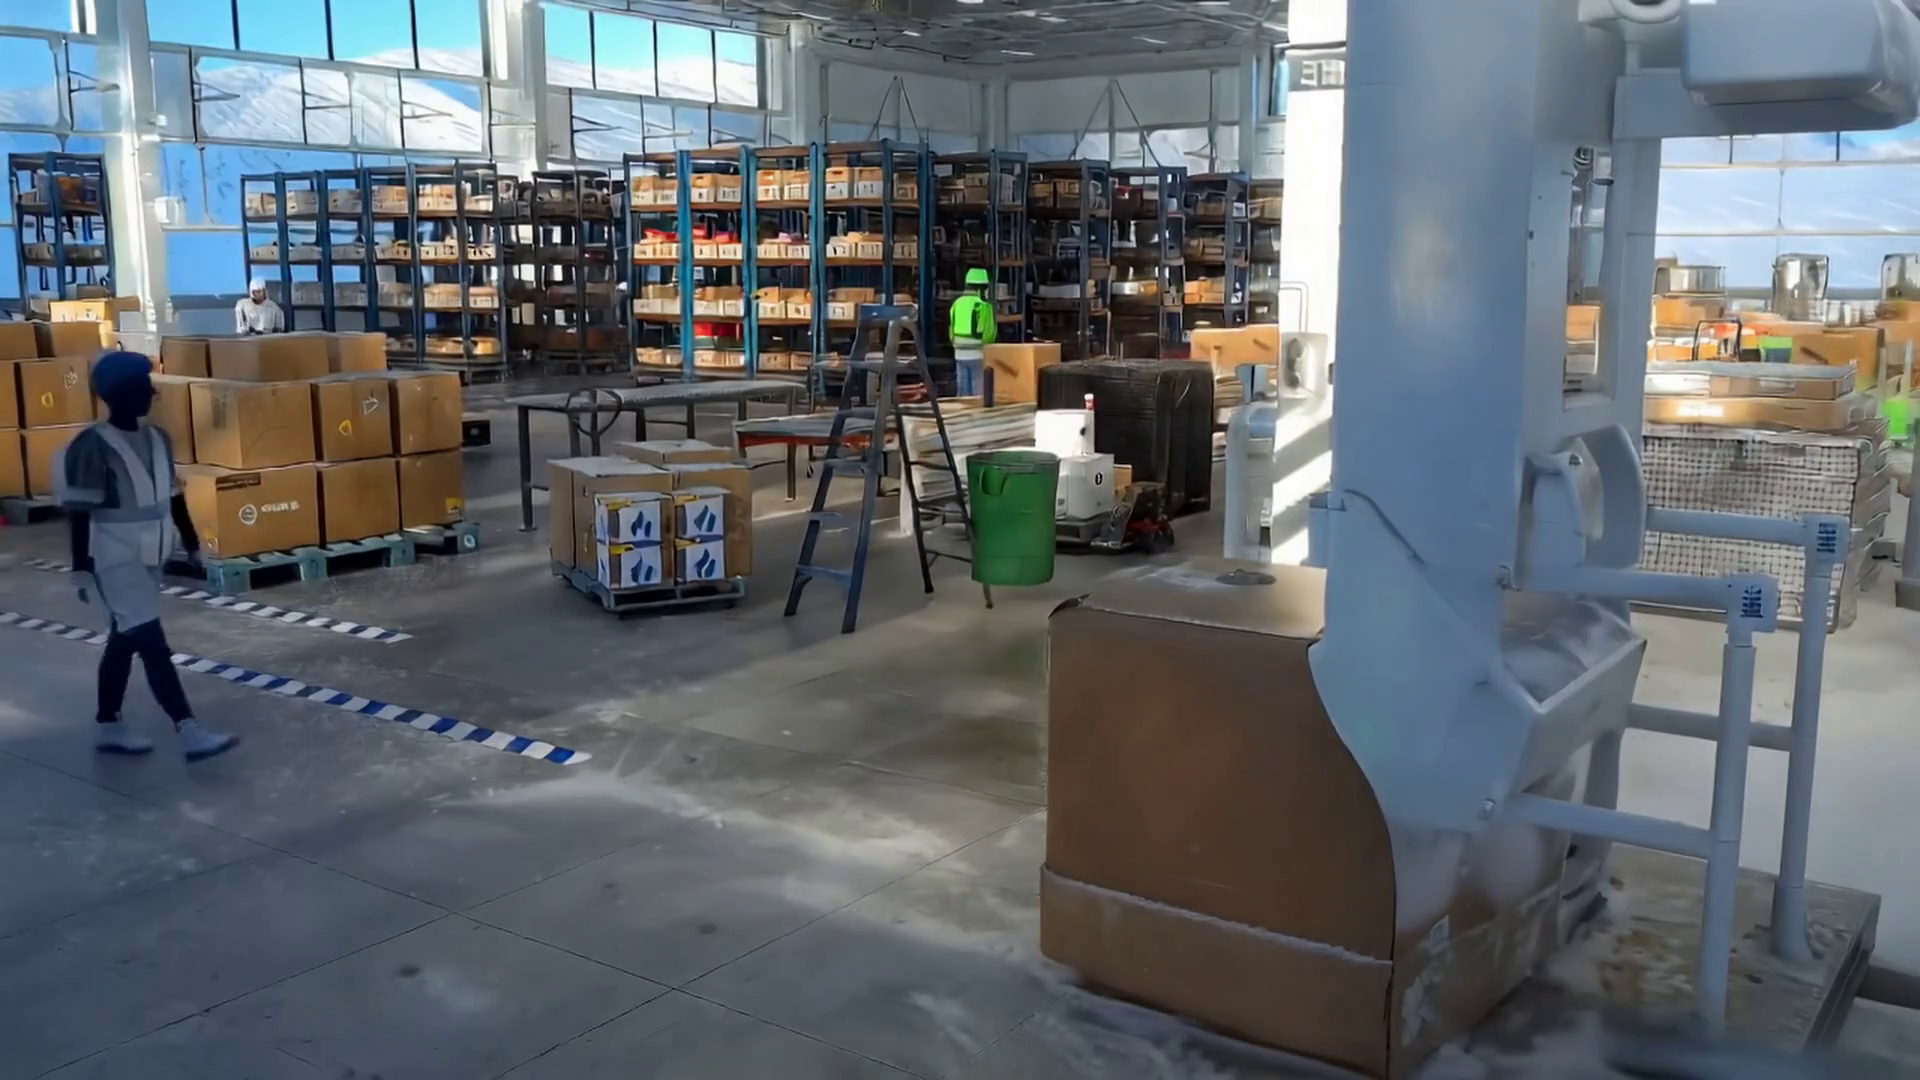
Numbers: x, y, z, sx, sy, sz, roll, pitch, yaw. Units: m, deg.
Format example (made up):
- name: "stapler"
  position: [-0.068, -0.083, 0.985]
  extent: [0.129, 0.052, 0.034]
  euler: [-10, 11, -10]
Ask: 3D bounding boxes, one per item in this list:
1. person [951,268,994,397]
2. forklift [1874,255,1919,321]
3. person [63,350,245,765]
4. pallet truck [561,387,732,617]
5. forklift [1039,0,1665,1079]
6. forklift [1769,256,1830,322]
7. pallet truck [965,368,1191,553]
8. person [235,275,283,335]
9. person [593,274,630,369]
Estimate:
- name: "person"
  position: [0.161, -2.032, 18.421]
  extent: [0.409, 1.943, 0.615]
  euler: [-8, 13, -41]
- name: "forklift"
  position: [22.089, -5.634, 38.796]
  extent: [1.157, 1.987, 2.680]
  euler: [6, 11, 33]
- name: "person"
  position: [-3.211, 0.079, 6.664]
  extent: [0.820, 1.656, 0.557]
  euler: [2, 10, 9]
- name: "pallet truck"
  position: [-1.981, -0.274, 10.088]
  extent: [0.680, 1.201, 1.601]
  euler: [-5, 11, -28]
- name: "forklift"
  position: [1.249, -0.137, 4.360]
  extent: [1.873, 2.768, 1.129]
  euler: [7, 12, 35]
- name: "forklift"
  position: [20.253, -5.854, 40.139]
  extent: [1.157, 1.987, 2.680]
  euler: [7, 12, 35]
- name: "pallet truck"
  position: [0.845, -0.609, 11.869]
  extent: [1.630, 1.274, 0.653]
  euler: [7, 12, 35]
- name: "person"
  position: [-9.062, -2.503, 21.558]
  extent: [0.586, 1.835, 0.403]
  euler: [-6, 12, -34]
- name: "person"
  position: [-6.572, -4.119, 31.313]
  extent: [0.995, 1.793, 0.562]
  euler: [6, 11, 32]
